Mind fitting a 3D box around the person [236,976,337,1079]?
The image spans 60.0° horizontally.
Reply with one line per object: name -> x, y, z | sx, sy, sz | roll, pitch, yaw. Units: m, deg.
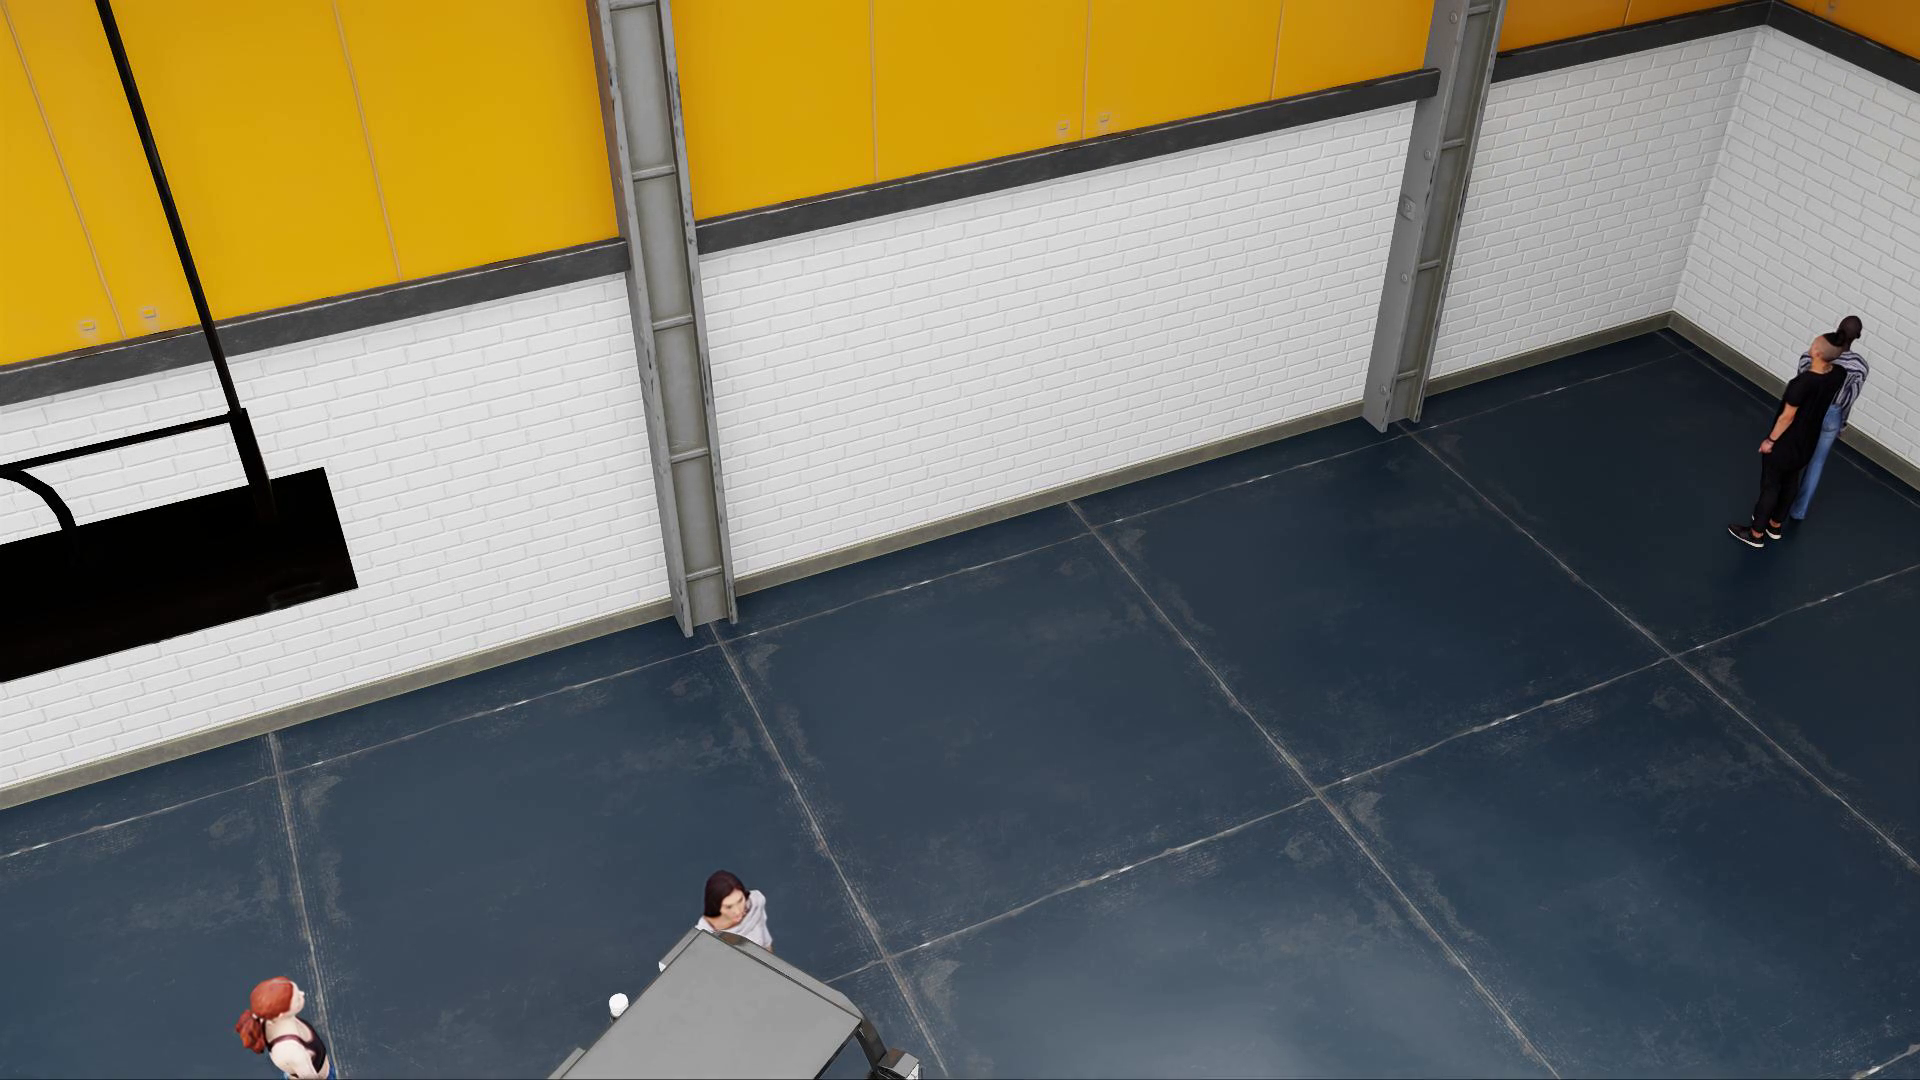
person -> -3.057, 2.664, 7.897 | 0.645, 1.784, 0.639 | -30, 48, -32

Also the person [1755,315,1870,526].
person -> 6.327, -0.875, 12.318 | 0.686, 1.796, 0.754 | 12, 40, 14

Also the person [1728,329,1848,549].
person -> 6.087, -0.763, 12.126 | 0.530, 1.862, 0.757 | -19, 42, -22

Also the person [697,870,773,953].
person -> -1.156, 2.250, 8.537 | 0.732, 1.631, 0.575 | 31, 48, 33
